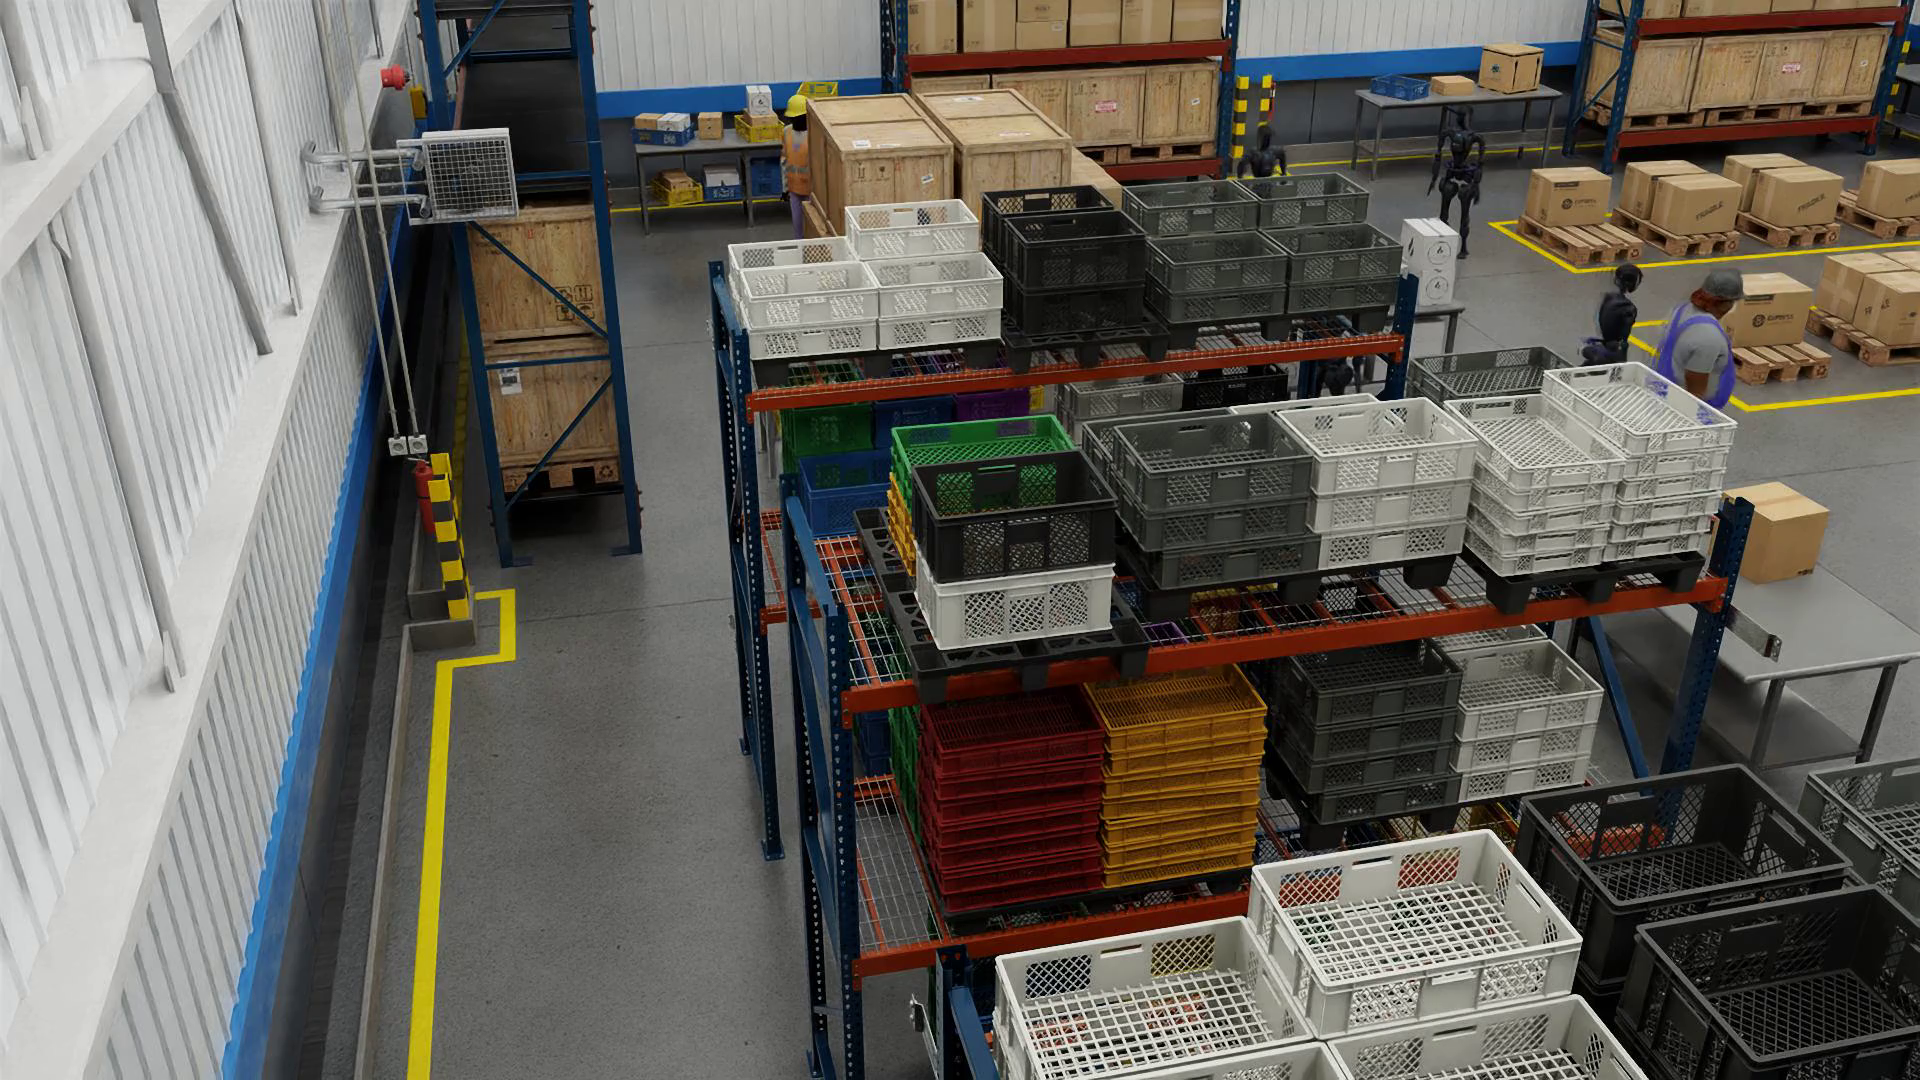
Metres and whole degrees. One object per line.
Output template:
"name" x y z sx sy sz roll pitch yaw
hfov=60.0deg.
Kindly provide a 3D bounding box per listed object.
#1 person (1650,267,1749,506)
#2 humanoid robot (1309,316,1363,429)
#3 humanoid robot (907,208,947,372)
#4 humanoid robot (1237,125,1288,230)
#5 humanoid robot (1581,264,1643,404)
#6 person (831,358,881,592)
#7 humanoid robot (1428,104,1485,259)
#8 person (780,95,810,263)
"person" 5.354 -1.041 12.124 0.600 2.000 0.699 0 28 0
"humanoid robot" 2.952 -1.431 13.235 0.327 1.657 0.591 -19 33 -32
"humanoid robot" -0.344 -2.061 14.427 0.591 1.660 0.326 -14 31 -24
"humanoid robot" 3.084 -3.497 17.186 0.655 1.635 0.450 -7 29 -14
"humanoid robot" 5.135 -1.368 13.139 0.424 1.646 0.602 -2 28 -4
"person" -0.690 -0.532 11.360 0.611 1.847 0.610 -4 28 -8
"humanoid robot" 5.345 -3.857 17.858 0.593 1.646 0.366 23 36 37
"person" -1.607 -3.626 17.150 0.592 1.922 0.378 16 32 28
